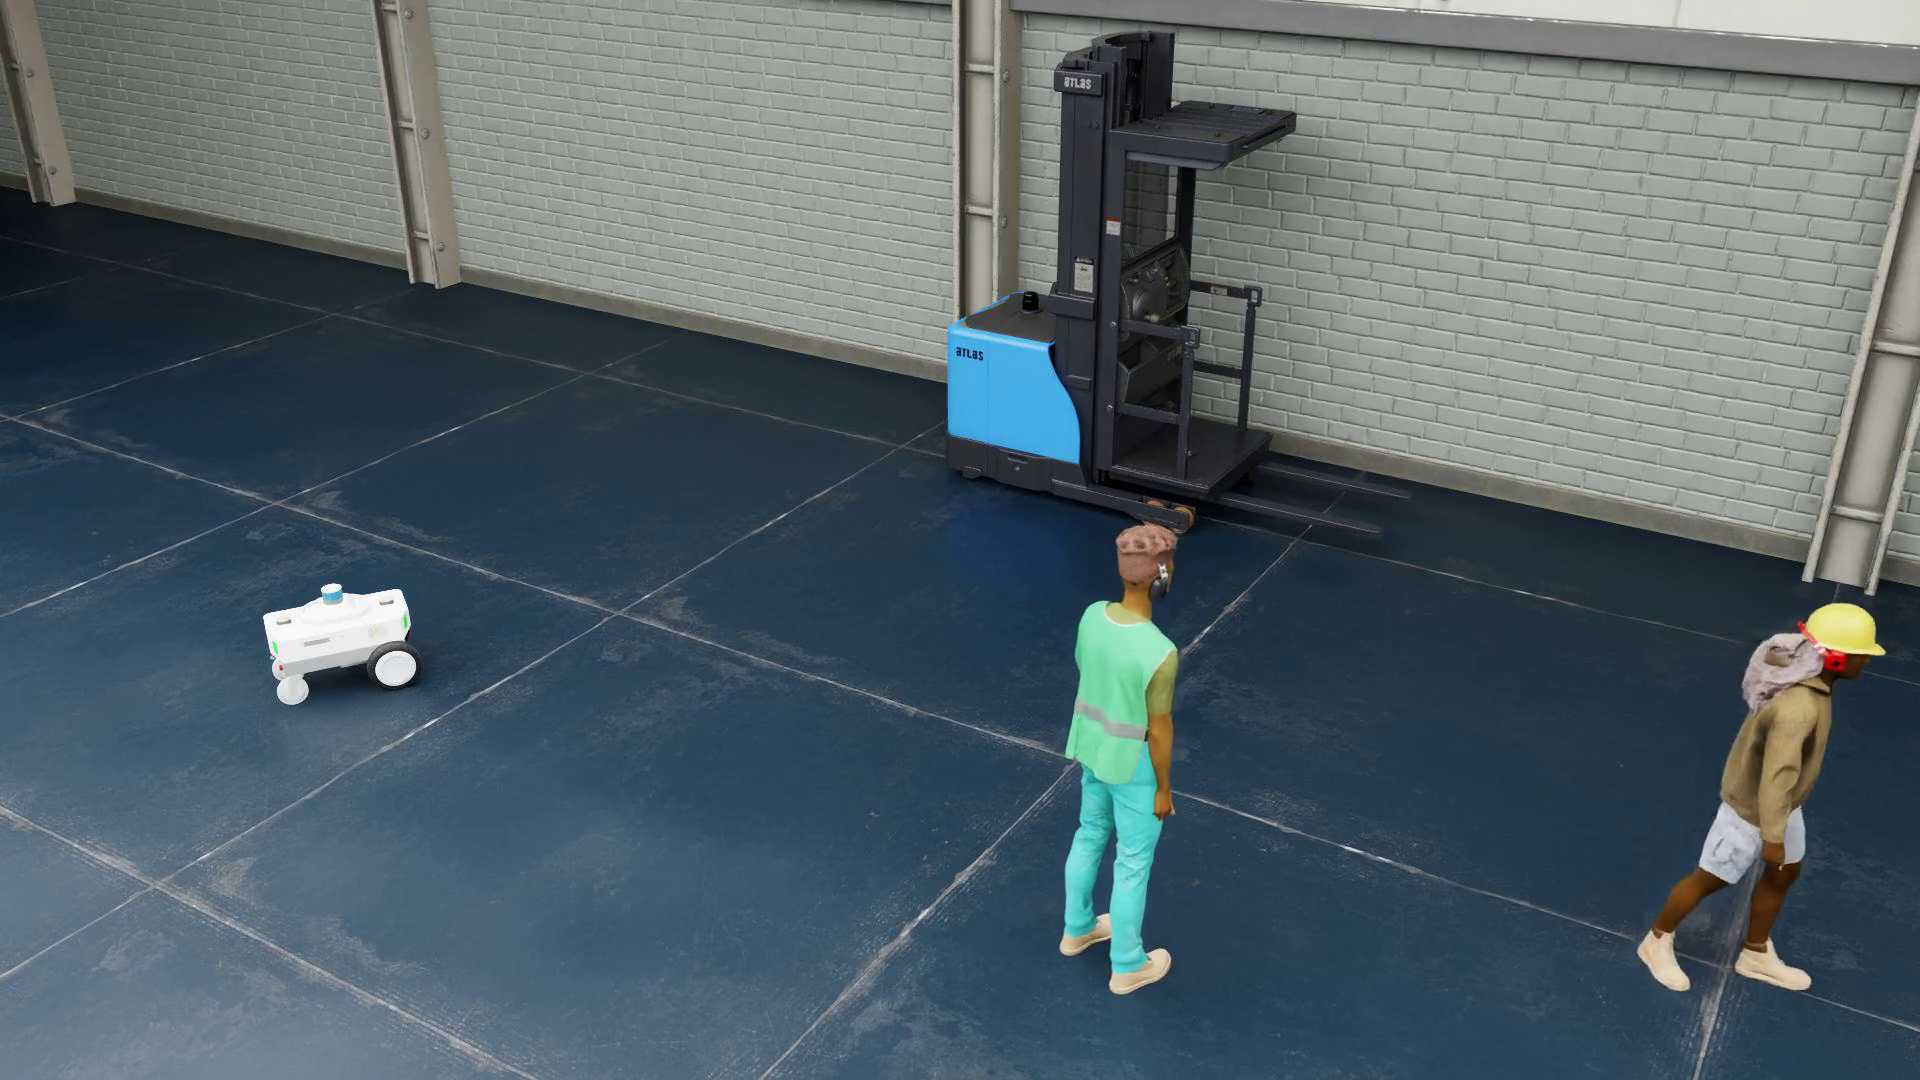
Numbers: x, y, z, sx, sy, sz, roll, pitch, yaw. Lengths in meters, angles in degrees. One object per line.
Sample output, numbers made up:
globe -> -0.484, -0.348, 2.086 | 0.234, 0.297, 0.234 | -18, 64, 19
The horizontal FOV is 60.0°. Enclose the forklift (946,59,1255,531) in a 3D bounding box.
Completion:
forklift -> 0.933, -1.707, 10.833 | 1.873, 2.768, 1.129 | 15, 29, 28

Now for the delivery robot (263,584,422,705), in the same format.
delivery robot -> -3.264, 0.517, 8.836 | 0.774, 0.599, 0.499 | -12, 28, -23

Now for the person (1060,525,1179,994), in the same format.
person -> 0.624, 0.859, 6.461 | 0.388, 1.971, 0.479 | -18, 30, -33

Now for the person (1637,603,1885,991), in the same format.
person -> 3.093, 1.001, 6.451 | 0.639, 1.724, 0.556 | 17, 30, 32
